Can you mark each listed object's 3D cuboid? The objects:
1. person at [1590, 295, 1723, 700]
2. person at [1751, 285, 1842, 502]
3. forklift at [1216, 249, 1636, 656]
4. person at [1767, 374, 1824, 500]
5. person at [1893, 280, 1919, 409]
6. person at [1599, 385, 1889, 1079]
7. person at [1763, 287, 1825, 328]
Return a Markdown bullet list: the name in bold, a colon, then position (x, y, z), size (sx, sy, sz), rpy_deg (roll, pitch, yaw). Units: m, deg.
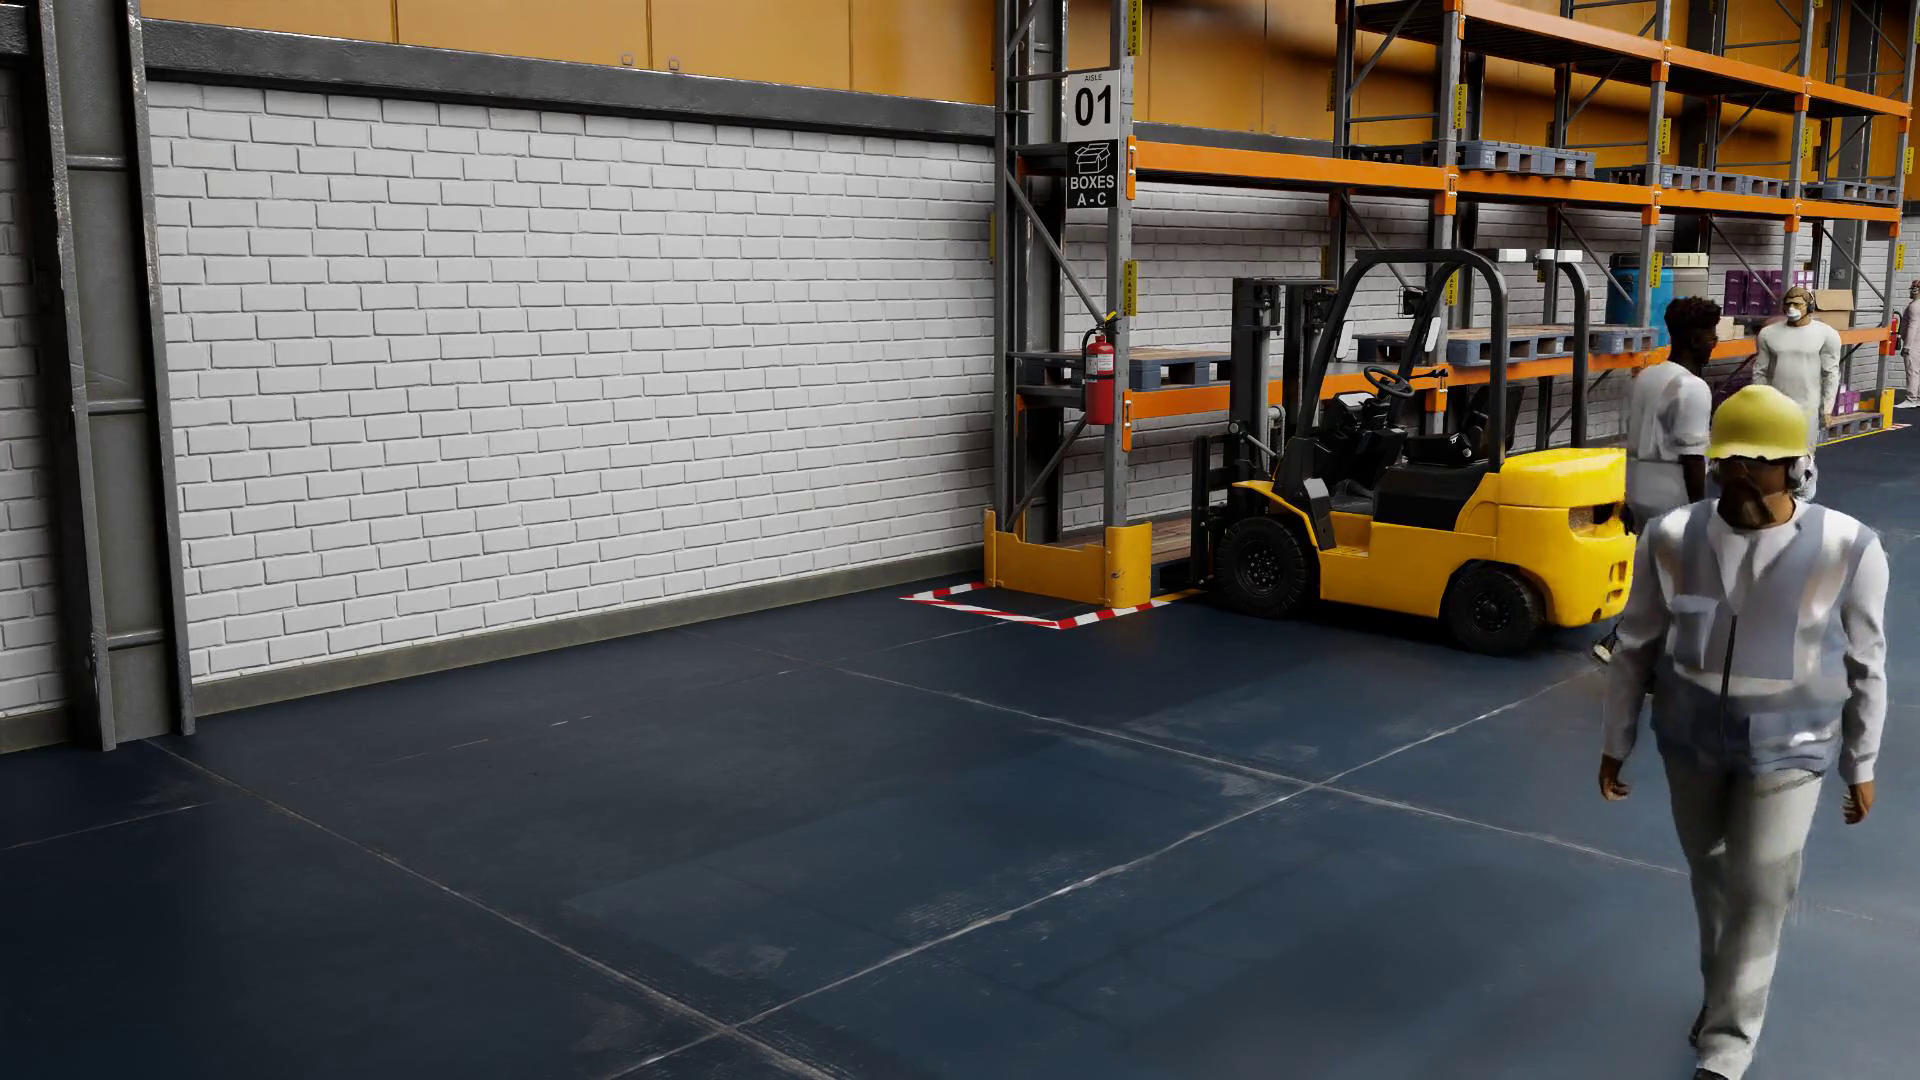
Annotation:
- **person**: position (3.388, -0.189, 7.933), size (0.429, 1.947, 0.632), rpy_deg (0, 9, -1)
- **person**: position (6.638, -1.053, 13.280), size (0.636, 1.938, 0.355), rpy_deg (8, 12, 40)
- **forklift**: position (2.710, -0.584, 9.626), size (2.313, 2.155, 1.214), rpy_deg (9, 13, 43)
- **person**: position (7.365, -1.111, 14.637), size (0.536, 1.609, 0.770), rpy_deg (7, 12, 38)
- **person**: position (14.191, -2.907, 24.741), size (0.636, 1.911, 0.406), rpy_deg (-7, 12, -37)
- **person**: position (1.908, 0.514, 4.139), size (0.617, 1.781, 0.925), rpy_deg (8, 12, 40)
- **person**: position (8.192, -1.542, 16.407), size (0.598, 1.896, 0.648), rpy_deg (-9, 13, -44)
